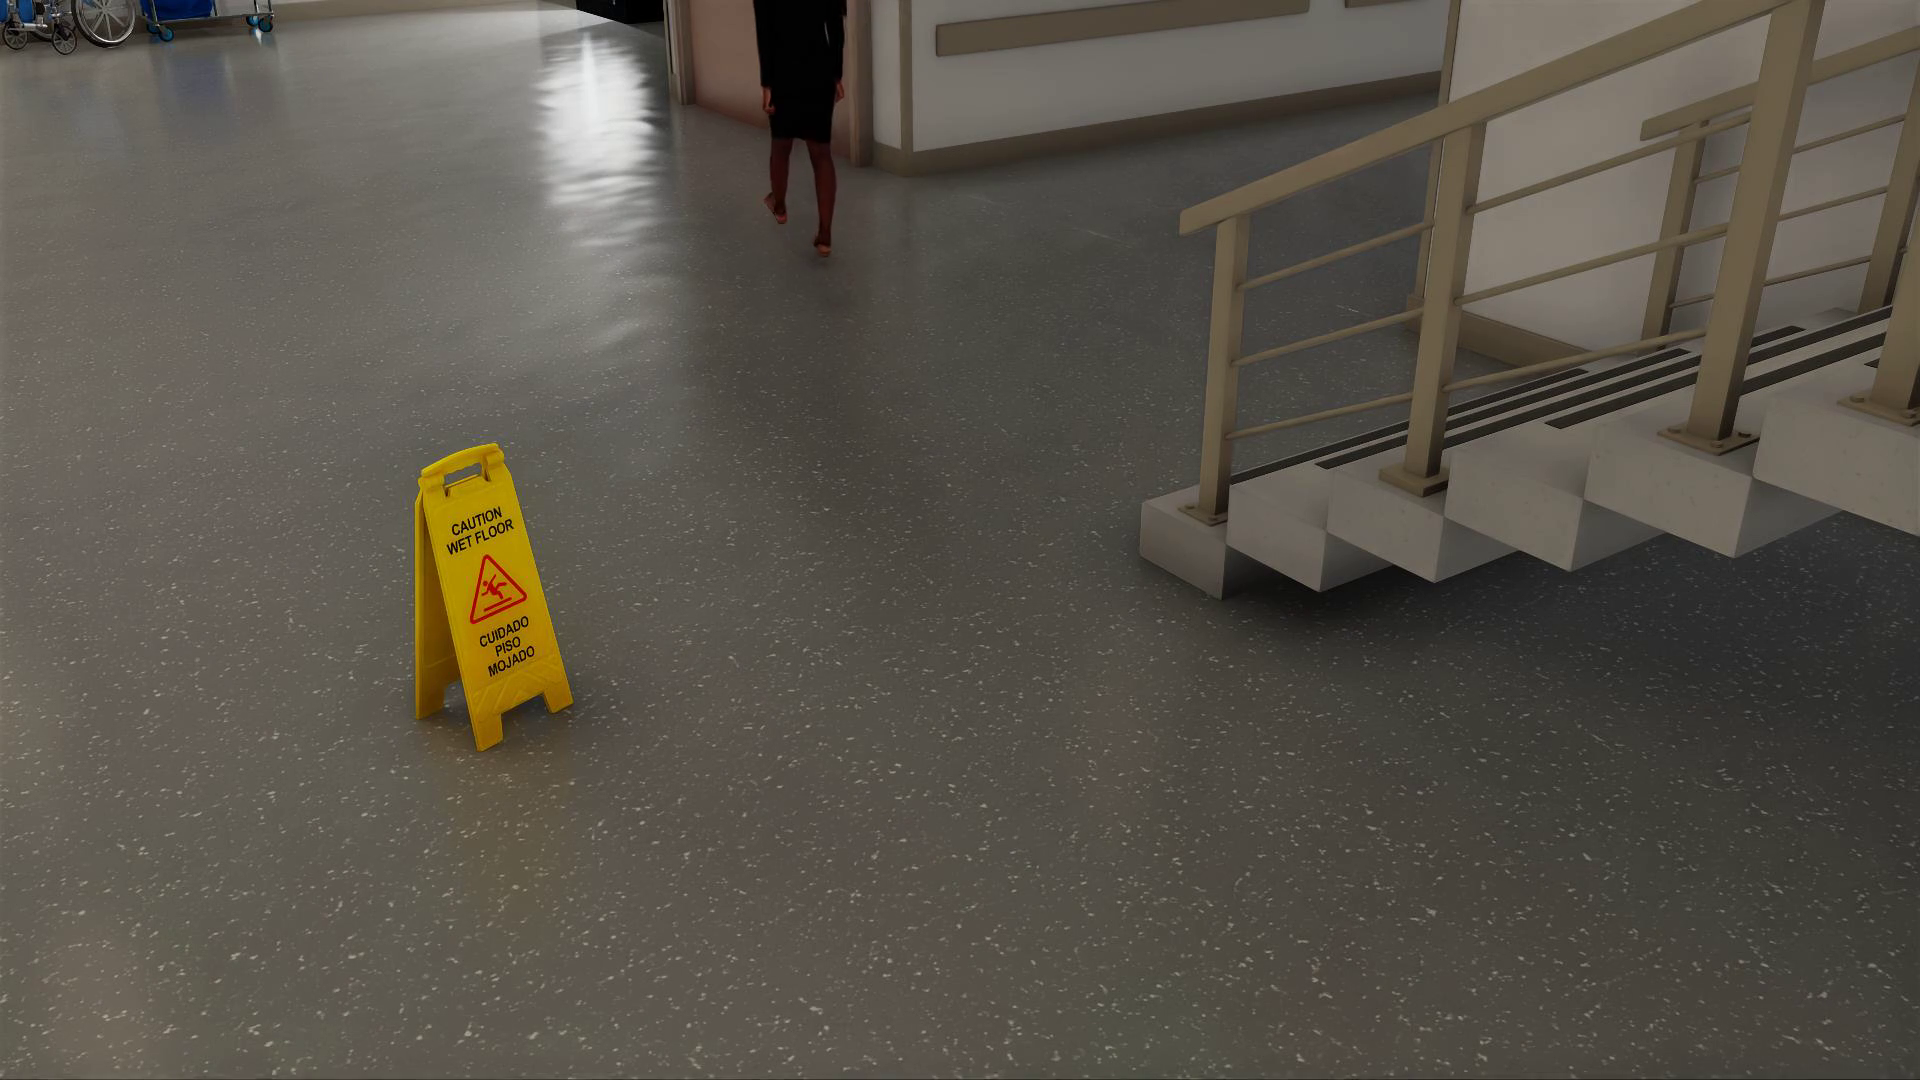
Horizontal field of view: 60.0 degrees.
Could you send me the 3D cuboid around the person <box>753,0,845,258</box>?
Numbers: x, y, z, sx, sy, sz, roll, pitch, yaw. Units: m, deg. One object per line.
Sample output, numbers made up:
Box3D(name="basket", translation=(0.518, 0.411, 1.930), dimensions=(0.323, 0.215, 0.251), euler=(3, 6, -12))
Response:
Box3D(name="person", translation=(-0.781, -2.275, 8.477), dimensions=(0.917, 1.669, 1.227), euler=(-7, 27, -14))
